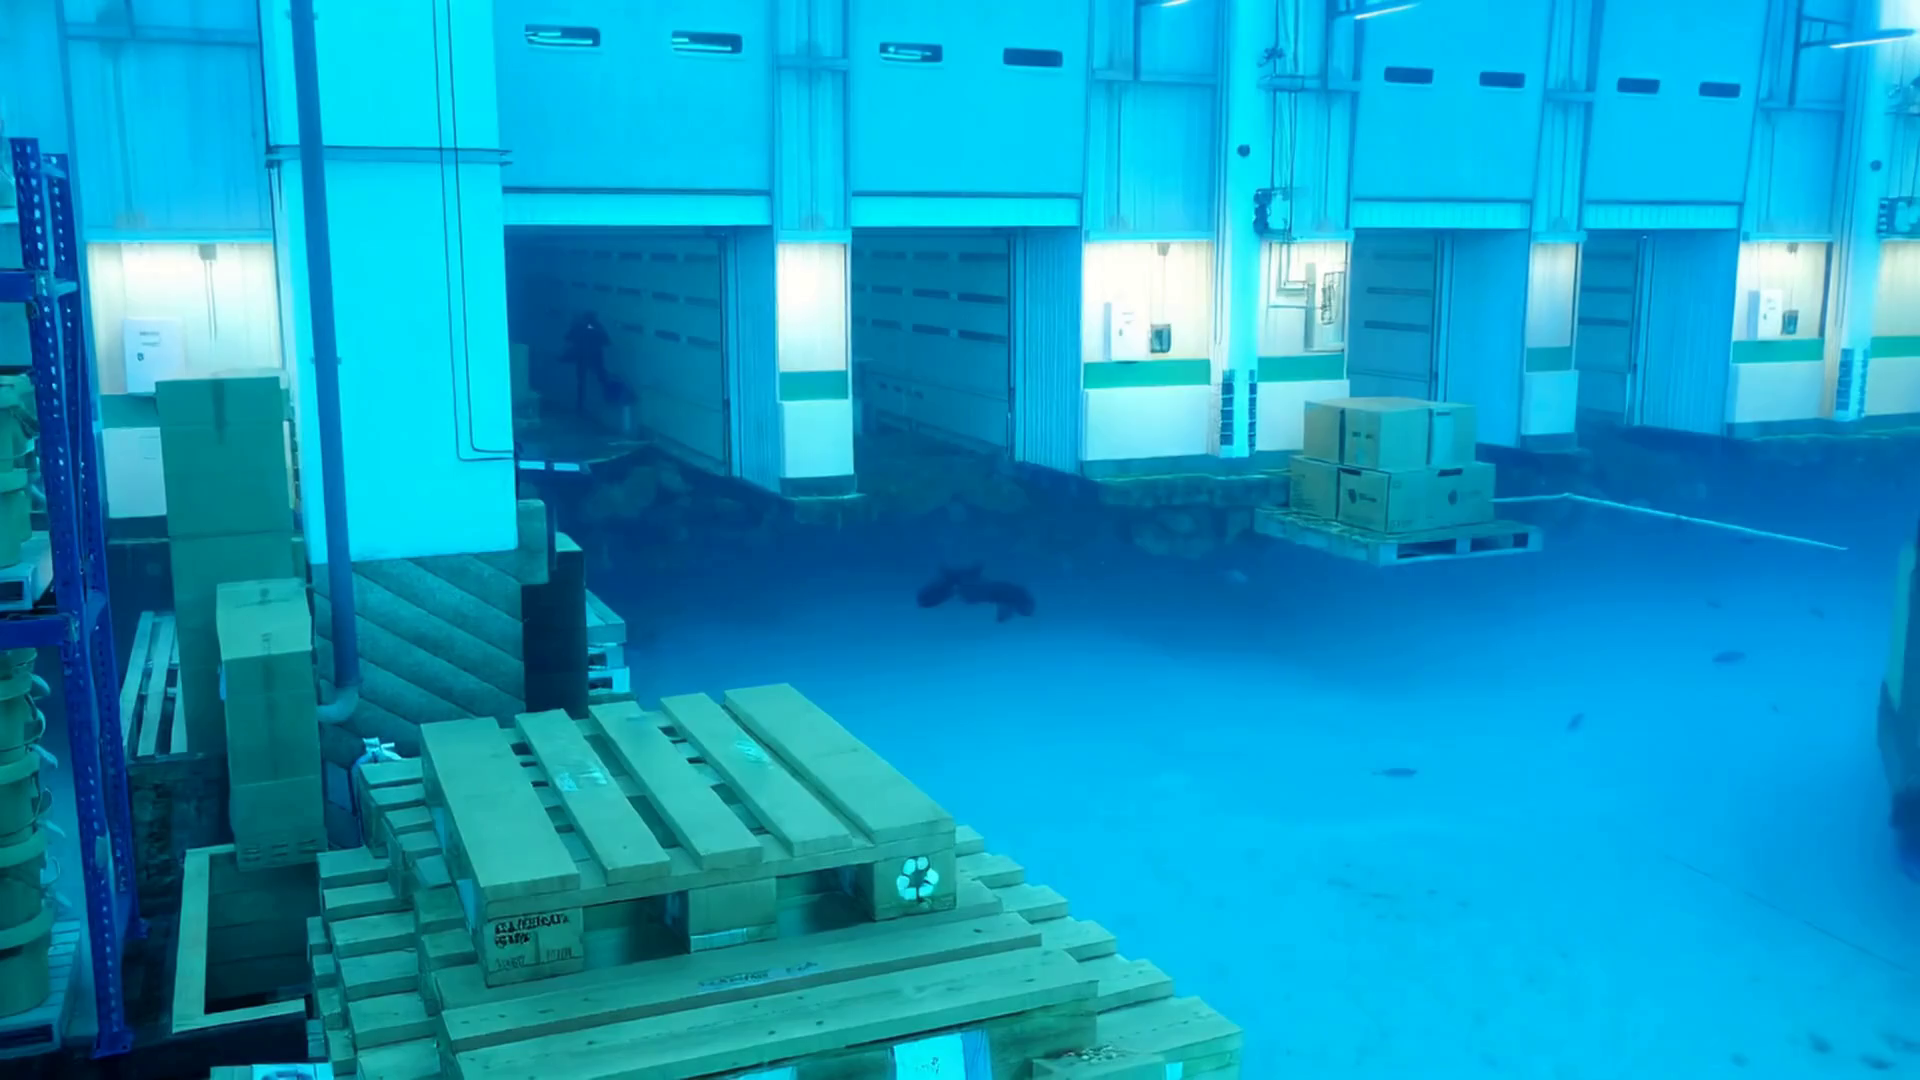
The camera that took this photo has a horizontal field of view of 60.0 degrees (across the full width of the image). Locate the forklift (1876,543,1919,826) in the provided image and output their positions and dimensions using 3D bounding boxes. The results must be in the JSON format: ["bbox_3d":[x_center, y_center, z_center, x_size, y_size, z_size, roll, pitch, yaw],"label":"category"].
[{"bbox_3d":[5.205,-0.147,7.997,1.129,2.768,1.873,5,11,25],"label":"forklift"}]
